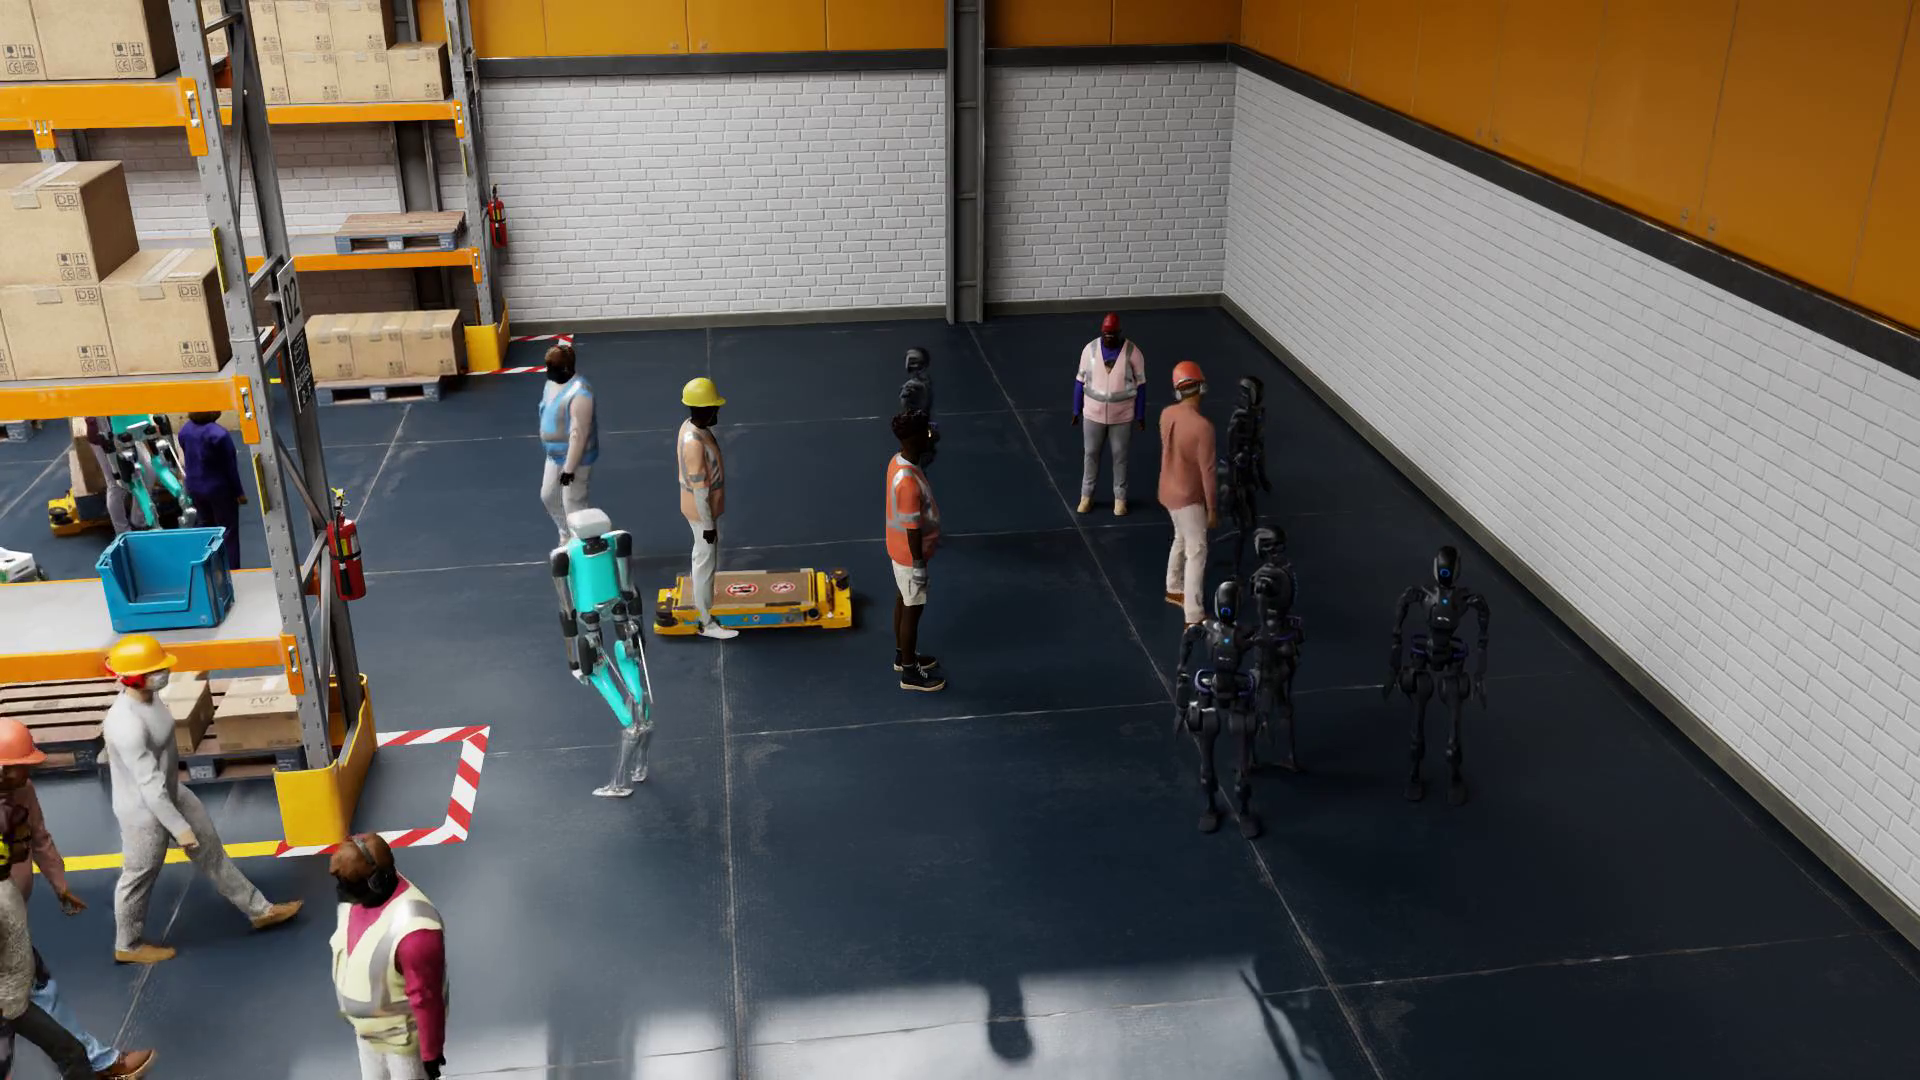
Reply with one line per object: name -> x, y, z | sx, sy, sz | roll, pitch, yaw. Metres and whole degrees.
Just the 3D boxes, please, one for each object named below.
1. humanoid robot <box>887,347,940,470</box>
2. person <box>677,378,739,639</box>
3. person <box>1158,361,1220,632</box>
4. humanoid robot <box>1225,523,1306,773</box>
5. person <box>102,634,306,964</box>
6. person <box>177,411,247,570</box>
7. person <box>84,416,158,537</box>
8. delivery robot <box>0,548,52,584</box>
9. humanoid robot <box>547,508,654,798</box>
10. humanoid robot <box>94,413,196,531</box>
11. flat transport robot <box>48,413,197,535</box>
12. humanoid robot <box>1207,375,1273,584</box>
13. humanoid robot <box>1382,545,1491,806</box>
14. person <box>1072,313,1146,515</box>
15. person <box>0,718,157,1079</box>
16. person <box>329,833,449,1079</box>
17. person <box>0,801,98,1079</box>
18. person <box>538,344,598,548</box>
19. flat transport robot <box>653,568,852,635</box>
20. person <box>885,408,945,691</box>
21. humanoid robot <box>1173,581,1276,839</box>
humanoid robot -> -0.364, -0.737, 13.319 | 0.334, 1.659, 0.602 | 10, 26, 21
person -> -1.809, -0.233, 11.866 | 0.360, 1.927, 0.586 | -4, 24, -8
person -> 1.666, -0.327, 12.064 | 0.442, 1.941, 0.663 | -9, 25, -19
humanoid robot -> 1.918, 0.673, 10.118 | 0.484, 1.635, 0.614 | 12, 26, 25
person -> -3.970, 1.325, 8.418 | 0.974, 1.846, 0.564 | -3, 24, -7
person -> -5.617, -0.383, 12.604 | 0.477, 1.613, 0.392 | 10, 26, 21
person -> -6.674, -0.823, 13.204 | 0.566, 1.931, 0.511 | 0, 24, 0
delivery robot -> -7.268, 0.266, 12.430 | 0.781, 0.591, 0.499 | 7, 25, 15
humanoid robot -> -2.018, 0.715, 9.913 | 0.541, 1.764, 0.757 | -19, 30, -37
humanoid robot -> -6.192, -0.511, 12.790 | 0.756, 1.825, 0.561 | 20, 30, 37
flat transport robot -> -6.976, -0.357, 14.211 | 1.431, 0.231, 0.659 | -12, 26, -25
humanoid robot -> 2.101, -0.487, 12.762 | 0.535, 1.634, 0.605 | 17, 29, 34
humanoid robot -> 2.832, 0.785, 9.859 | 0.611, 1.649, 0.308 | 6, 24, 13
person -> 1.252, -1.054, 13.950 | 0.610, 1.752, 0.419 | 5, 24, 11
person -> -4.274, 1.688, 7.499 | 1.036, 1.908, 0.625 | -2, 24, -5
person -> -2.348, 1.998, 6.920 | 0.639, 1.826, 0.429 | 21, 31, 39
person -> -4.082, 1.935, 7.076 | 0.964, 1.809, 0.544 | -15, 28, -30
person -> -3.038, -0.649, 12.940 | 0.435, 1.822, 0.651 | -16, 29, -33
flat transport robot -> -1.532, 0.459, 12.350 | 1.431, 0.231, 0.659 | -2, 24, -5
person -> -0.309, 0.058, 11.155 | 0.368, 1.966, 0.605 | -4, 24, -8
humanoid robot -> 1.515, 0.955, 9.473 | 0.588, 1.634, 0.397 | 5, 24, 11
